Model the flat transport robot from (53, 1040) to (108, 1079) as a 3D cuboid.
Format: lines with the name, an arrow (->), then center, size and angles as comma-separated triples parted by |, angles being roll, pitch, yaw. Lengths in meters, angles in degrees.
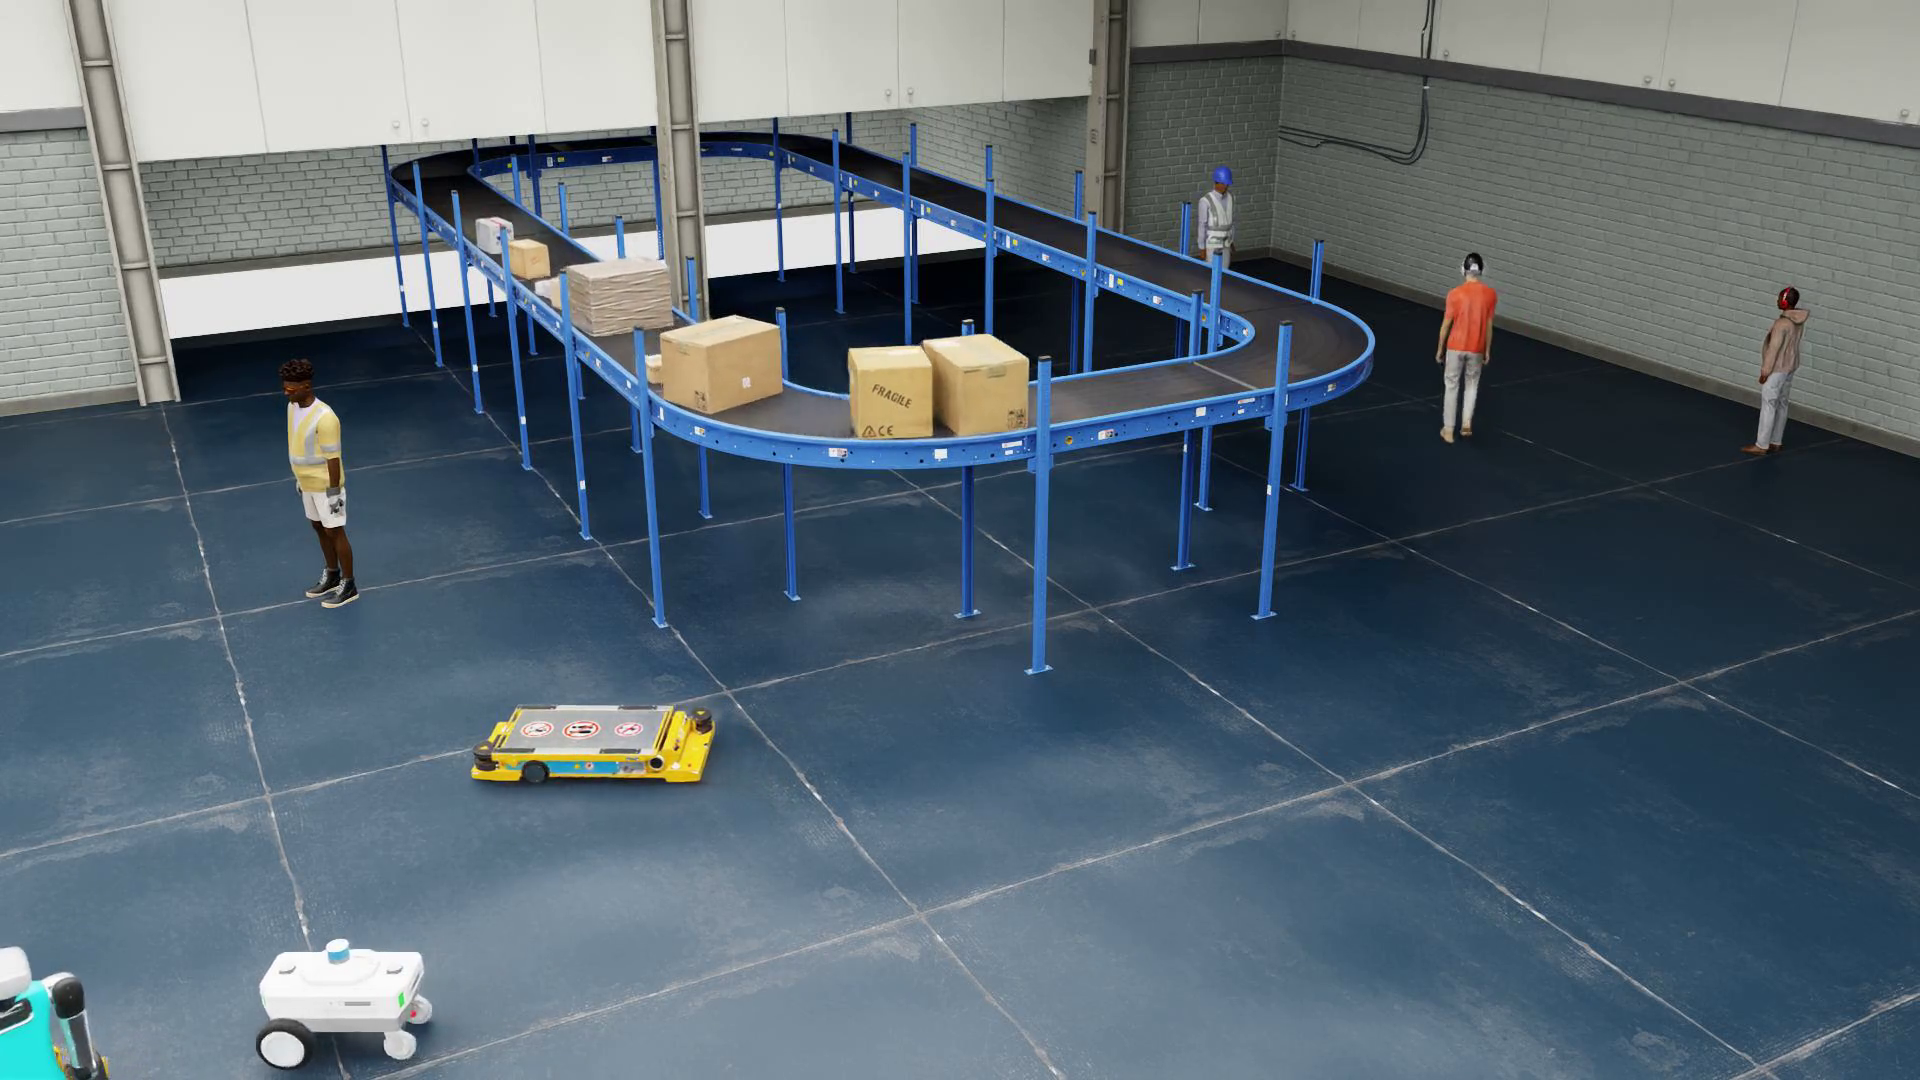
flat transport robot -> -4.776, 2.533, 7.614 | 1.431, 0.231, 0.659 | 2, 22, 5

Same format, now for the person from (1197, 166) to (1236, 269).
person -> 3.218, -3.714, 20.843 | 0.616, 1.934, 0.412 | -17, 28, -36

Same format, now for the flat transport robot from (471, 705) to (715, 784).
flat transport robot -> -2.330, 1.306, 10.646 | 1.431, 0.231, 0.659 | 0, 22, 1

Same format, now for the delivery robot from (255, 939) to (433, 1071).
delivery robot -> -2.991, 2.213, 8.041 | 0.803, 0.608, 0.499 | 0, 22, 0

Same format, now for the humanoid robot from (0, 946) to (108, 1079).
humanoid robot -> -3.282, 2.352, 6.065 | 0.530, 1.749, 0.715 | -20, 29, -40

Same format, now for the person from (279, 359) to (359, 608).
person -> -4.913, -0.448, 12.737 | 0.601, 1.958, 0.371 | 20, 29, 40

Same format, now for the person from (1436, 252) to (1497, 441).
person -> 4.956, -1.887, 16.370 | 0.515, 1.893, 0.424 | 2, 22, 5

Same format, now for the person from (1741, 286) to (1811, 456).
person -> 7.912, -1.628, 16.060 | 0.464, 1.647, 0.317 | -16, 27, -34
